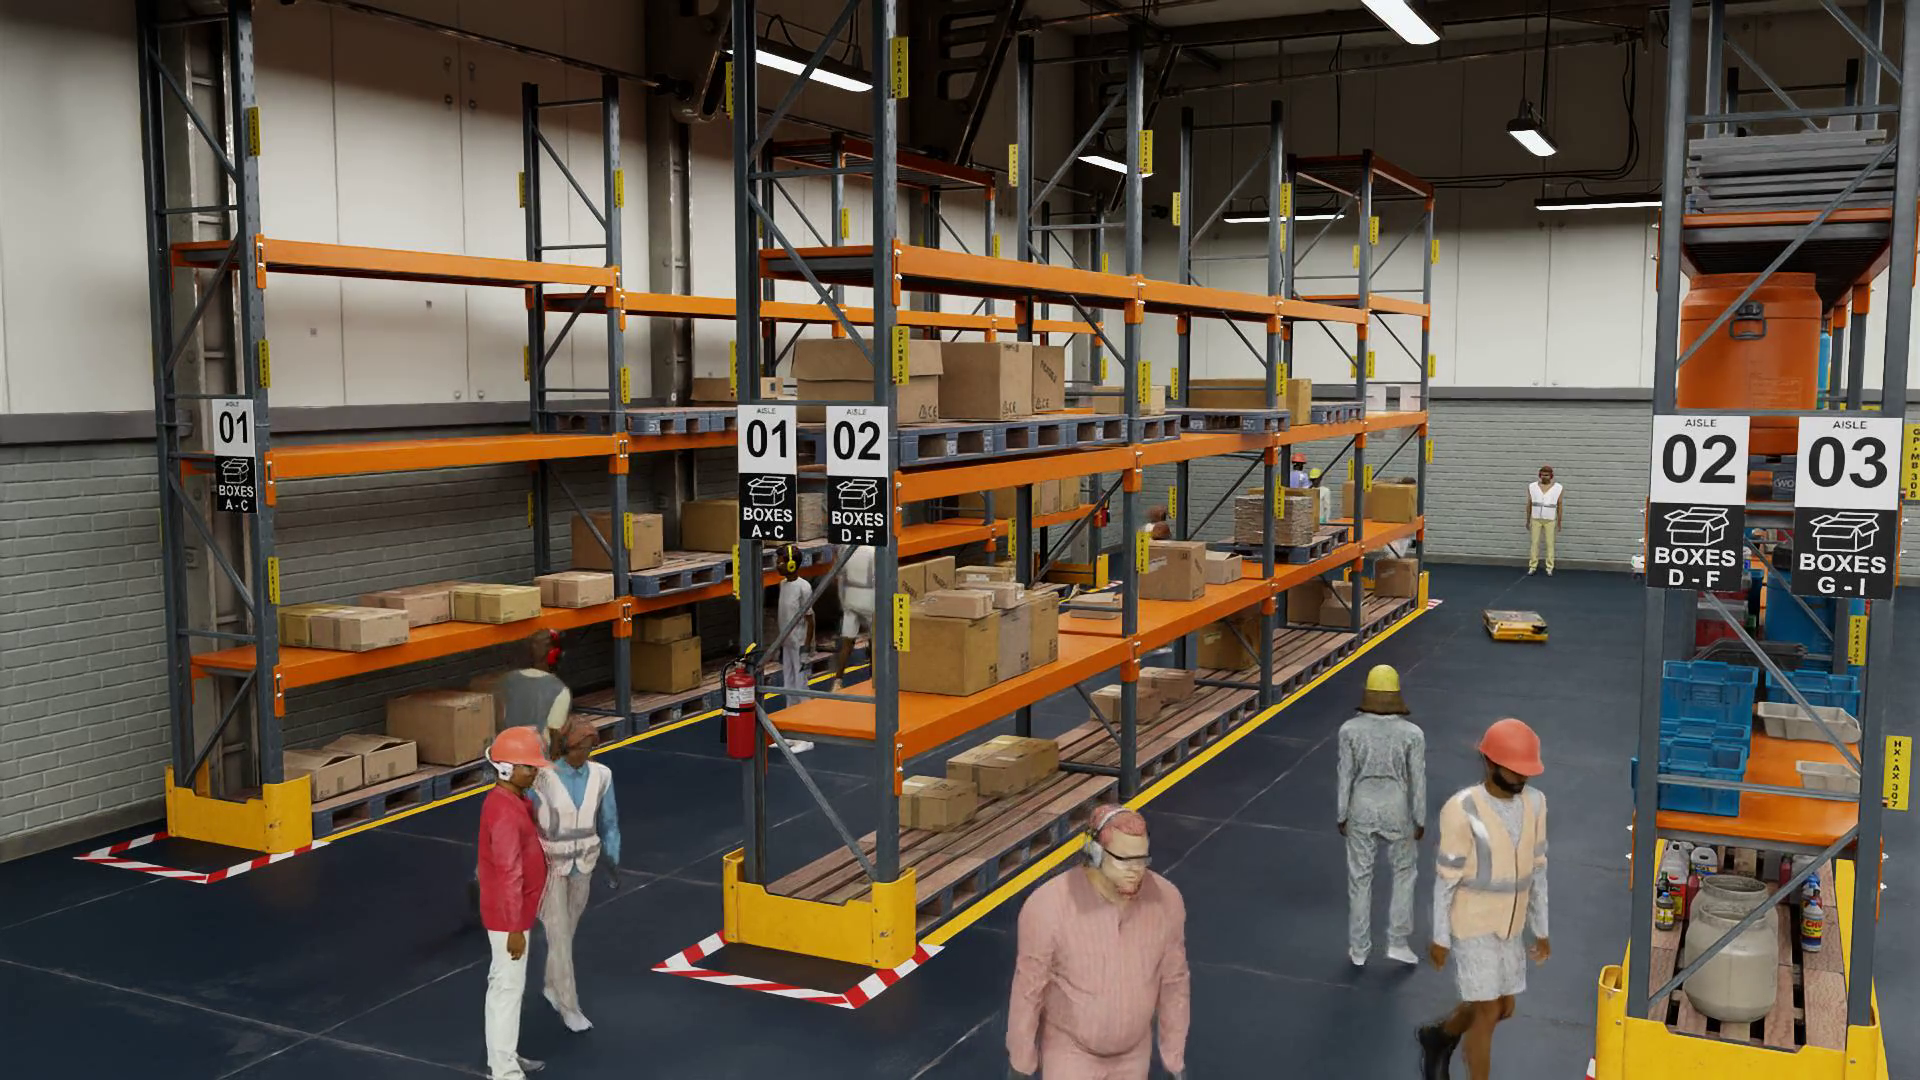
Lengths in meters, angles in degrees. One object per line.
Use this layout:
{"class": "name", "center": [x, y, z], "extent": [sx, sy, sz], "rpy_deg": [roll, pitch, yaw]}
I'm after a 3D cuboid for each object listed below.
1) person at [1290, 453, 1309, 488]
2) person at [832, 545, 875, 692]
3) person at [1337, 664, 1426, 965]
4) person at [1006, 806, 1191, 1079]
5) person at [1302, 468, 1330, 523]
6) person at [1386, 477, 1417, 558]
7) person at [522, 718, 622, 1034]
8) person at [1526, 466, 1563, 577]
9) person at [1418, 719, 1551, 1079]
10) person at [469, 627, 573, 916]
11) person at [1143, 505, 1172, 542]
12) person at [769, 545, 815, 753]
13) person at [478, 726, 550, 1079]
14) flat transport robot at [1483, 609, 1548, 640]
{"class": "person", "center": [6.030, -0.592, 29.782], "extent": [0.542, 1.930, 0.374], "rpy_deg": [5, 8, 40]}
{"class": "person", "center": [-1.045, 0.672, 17.231], "extent": [0.624, 1.998, 1.047], "rpy_deg": [3, 7, 27]}
{"class": "person", "center": [2.417, 1.586, 9.569], "extent": [0.502, 1.734, 0.419], "rpy_deg": [2, 6, 16]}
{"class": "person", "center": [0.523, 1.874, 6.043], "extent": [0.655, 1.879, 0.465], "rpy_deg": [-3, 6, -25]}
{"class": "person", "center": [5.995, -0.342, 28.280], "extent": [0.541, 1.742, 0.747], "rpy_deg": [3, 6, 23]}
{"class": "person", "center": [6.682, -0.065, 25.322], "extent": [0.704, 1.791, 0.468], "rpy_deg": [-4, 7, -34]}
{"class": "person", "center": [-2.012, 1.735, 8.672], "extent": [0.544, 1.598, 0.813], "rpy_deg": [-5, 8, -39]}
{"class": "person", "center": [9.661, -0.312, 27.494], "extent": [0.564, 1.838, 0.388], "rpy_deg": [3, 7, 27]}
{"class": "person", "center": [2.337, 1.709, 7.543], "extent": [0.550, 1.904, 0.741], "rpy_deg": [-3, 7, -27]}
{"class": "person", "center": [-2.703, 1.456, 10.450], "extent": [0.581, 1.809, 0.826], "rpy_deg": [3, 7, 28]}
{"class": "person", "center": [2.574, 0.341, 22.196], "extent": [0.625, 1.617, 0.511], "rpy_deg": [-6, 8, -44]}
{"class": "person", "center": [-1.492, 0.973, 14.881], "extent": [0.335, 1.865, 0.519], "rpy_deg": [-4, 7, -34]}
{"class": "person", "center": [-2.105, 1.747, 7.895], "extent": [0.339, 1.748, 0.565], "rpy_deg": [-2, 6, -17]}
{"class": "flat transport robot", "center": [7.155, 1.084, 21.460], "extent": [0.652, 0.197, 1.431], "rpy_deg": [1, 6, 12]}
